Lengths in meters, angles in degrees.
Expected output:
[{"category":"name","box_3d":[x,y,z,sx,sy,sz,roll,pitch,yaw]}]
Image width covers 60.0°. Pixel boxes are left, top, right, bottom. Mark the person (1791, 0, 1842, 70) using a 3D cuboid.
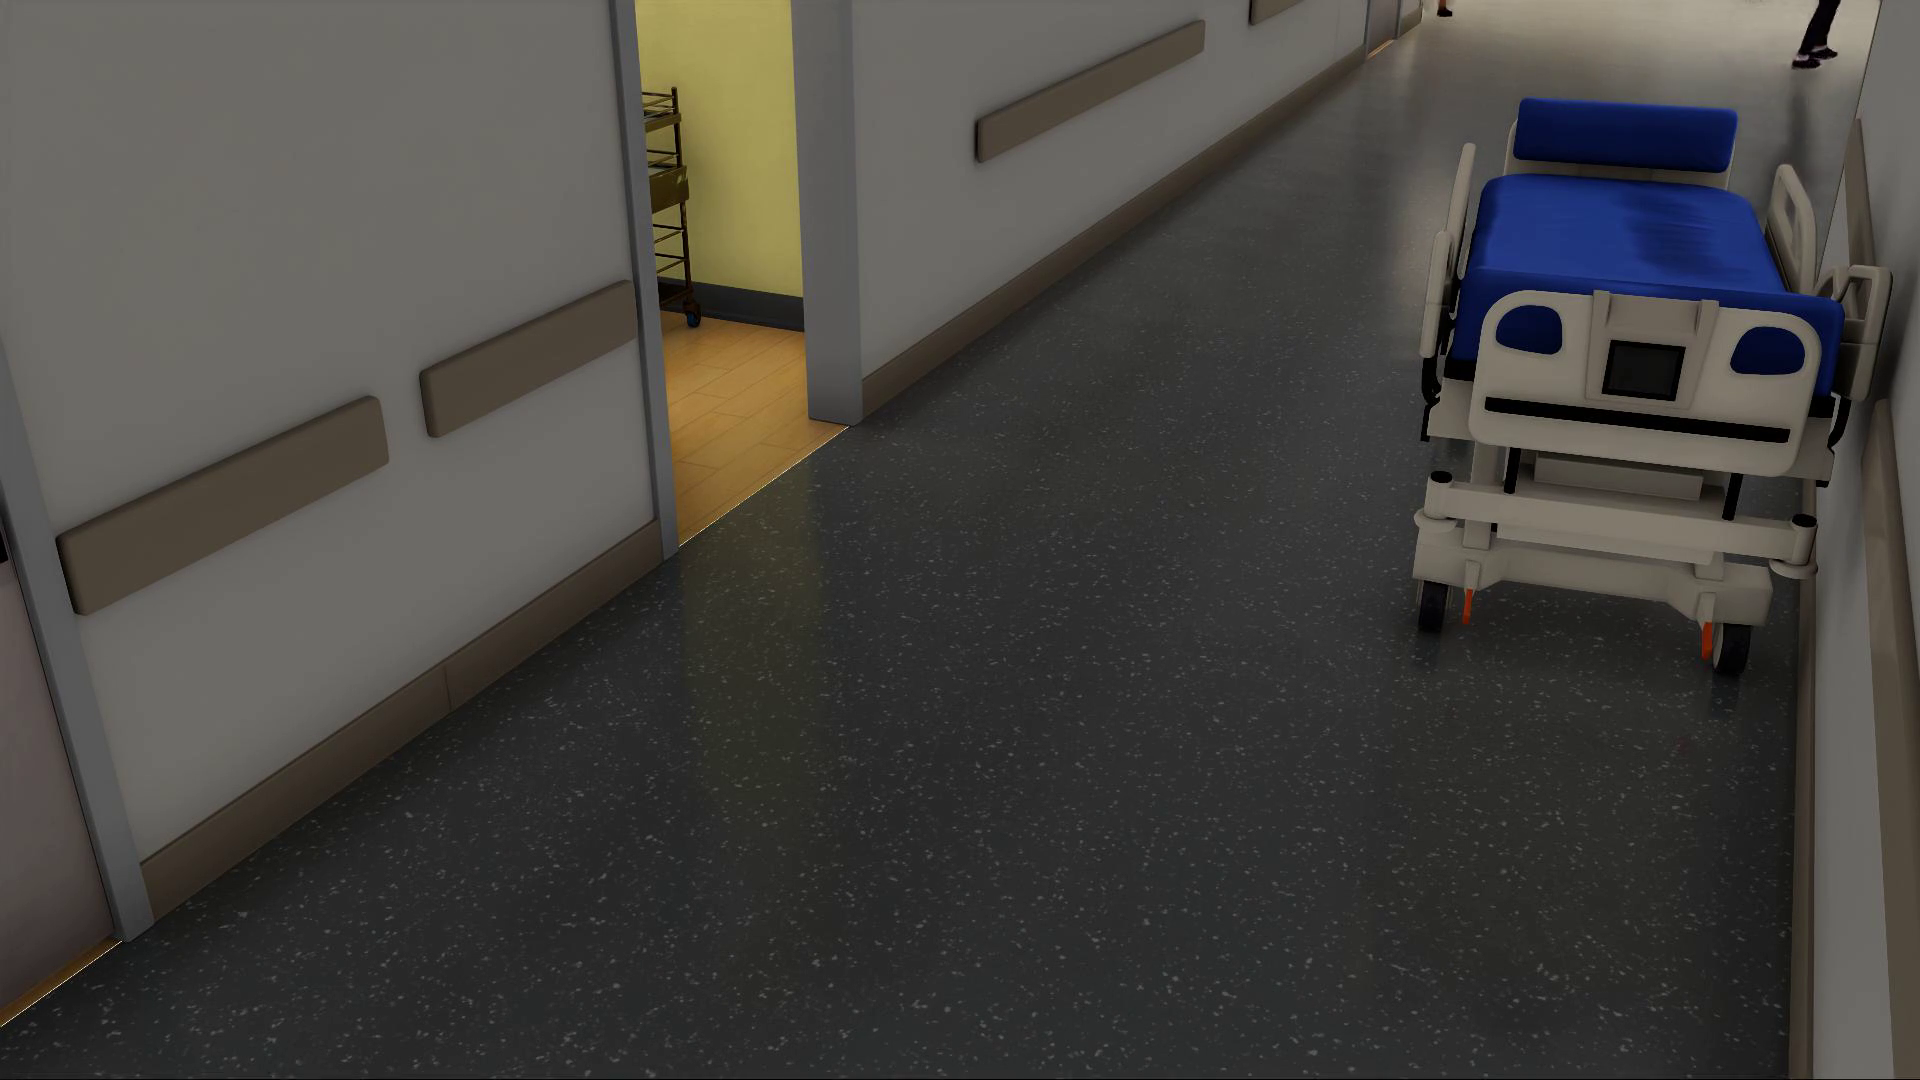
[{"category":"person","box_3d":[7.023,-4.700,13.404,0.992,1.804,0.933,-10,28,-20]}]
